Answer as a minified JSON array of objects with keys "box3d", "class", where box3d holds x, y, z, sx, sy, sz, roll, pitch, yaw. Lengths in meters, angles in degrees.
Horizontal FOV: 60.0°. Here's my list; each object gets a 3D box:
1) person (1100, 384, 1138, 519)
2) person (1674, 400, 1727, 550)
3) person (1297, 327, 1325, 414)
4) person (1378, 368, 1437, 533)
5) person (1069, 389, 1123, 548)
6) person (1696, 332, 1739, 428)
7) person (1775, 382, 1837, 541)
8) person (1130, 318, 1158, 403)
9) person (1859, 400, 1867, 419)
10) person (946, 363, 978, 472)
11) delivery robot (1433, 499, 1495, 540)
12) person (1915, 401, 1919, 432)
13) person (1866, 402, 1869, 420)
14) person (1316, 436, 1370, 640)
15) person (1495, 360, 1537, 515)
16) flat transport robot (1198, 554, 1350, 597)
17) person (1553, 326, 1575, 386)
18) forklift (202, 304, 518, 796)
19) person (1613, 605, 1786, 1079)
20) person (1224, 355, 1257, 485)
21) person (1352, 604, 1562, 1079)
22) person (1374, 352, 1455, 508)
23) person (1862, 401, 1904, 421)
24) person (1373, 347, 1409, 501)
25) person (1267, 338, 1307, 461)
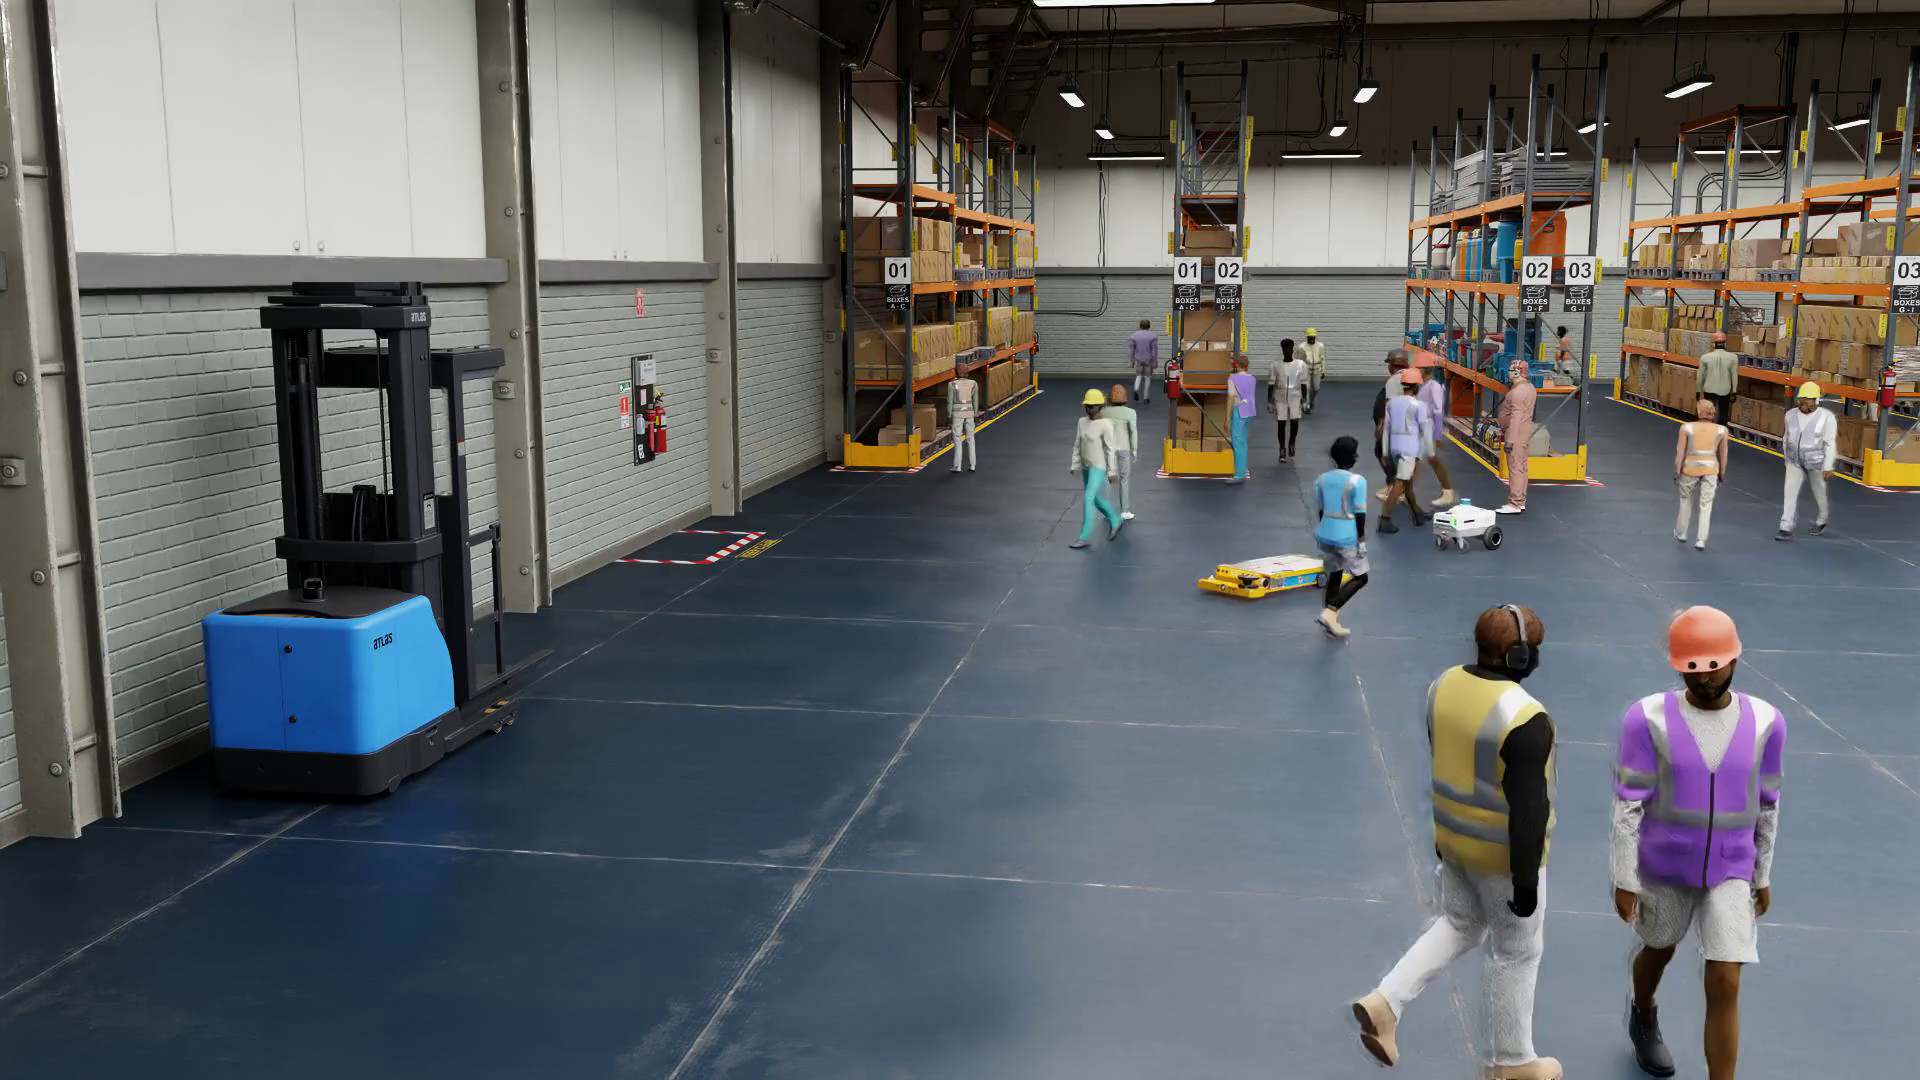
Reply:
[{"box3d":[1.914,-1.075,20.237,0.507,1.636,0.274,4,10,21],"class":"person"},{"box3d":[8.070,-0.729,18.169,0.544,1.600,0.815,2,10,15],"class":"person"},{"box3d":[7.410,-3.589,35.164,0.611,1.821,0.475,0,9,-1],"class":"person"},{"box3d":[5.212,-1.041,19.260,0.991,1.879,0.563,-5,10,-28],"class":"person"},{"box3d":[1.521,-0.813,18.323,0.841,1.732,0.523,-6,11,-34],"class":"person"},{"box3d":[12.836,-2.534,28.219,0.648,1.959,0.829,4,10,24],"class":"person"},{"box3d":[9.591,-0.905,18.760,0.959,1.785,0.603,-8,12,-39],"class":"person"},{"box3d":[4.204,-4.082,37.917,0.634,1.925,0.459,4,10,24],"class":"person"},{"box3d":[16.913,-2.796,30.913,0.523,1.614,0.517,3,10,17],"class":"person"},{"box3d":[0.037,-1.833,24.905,0.522,1.638,0.310,-5,10,-26],"class":"person"},{"box3d":[5.470,-0.205,18.041,0.707,0.478,0.477,-6,11,-34],"class":"delivery robot"},{"box3d":[16.300,-2.431,27.842,0.573,1.883,0.354,1,9,8],"class":"person"},{"box3d":[17.932,-3.276,32.654,0.613,2.023,0.786,3,10,19],"class":"person"},{"box3d":[3.083,-0.009,13.500,0.404,1.682,0.545,-5,11,-30],"class":"person"},{"box3d":[6.903,-1.281,20.683,0.408,1.908,0.641,6,11,31],"class":"person"},{"box3d":[3.012,0.330,15.906,1.431,0.197,0.652,-7,12,-37],"class":"flat transport robot"},{"box3d":[14.860,-4.463,41.095,0.857,1.652,0.540,0,9,3],"class":"person"},{"box3d":[-3.673,-0.038,10.147,1.129,2.768,1.873,1,9,9],"class":"forklift"},{"box3d":[2.598,1.132,5.910,0.560,1.881,1.011,2,9,10],"class":"person"},{"box3d":[3.979,-1.708,23.641,0.712,1.812,0.393,-9,13,-44],"class":"person"},{"box3d":[1.867,1.132,6.092,0.710,1.826,0.633,-3,10,-17],"class":"person"},{"box3d":[5.836,-1.384,21.092,1.104,1.980,0.623,-1,9,-5],"class":"person"},{"box3d":[15.632,-2.438,28.200,0.626,1.799,0.954,3,10,15],"class":"person"},{"box3d":[5.721,-1.526,21.908,0.558,2.000,0.663,2,9,9],"class":"person"},{"box3d":[5.167,-2.210,26.277,0.629,1.944,0.451,2,9,13],"class":"person"}]
